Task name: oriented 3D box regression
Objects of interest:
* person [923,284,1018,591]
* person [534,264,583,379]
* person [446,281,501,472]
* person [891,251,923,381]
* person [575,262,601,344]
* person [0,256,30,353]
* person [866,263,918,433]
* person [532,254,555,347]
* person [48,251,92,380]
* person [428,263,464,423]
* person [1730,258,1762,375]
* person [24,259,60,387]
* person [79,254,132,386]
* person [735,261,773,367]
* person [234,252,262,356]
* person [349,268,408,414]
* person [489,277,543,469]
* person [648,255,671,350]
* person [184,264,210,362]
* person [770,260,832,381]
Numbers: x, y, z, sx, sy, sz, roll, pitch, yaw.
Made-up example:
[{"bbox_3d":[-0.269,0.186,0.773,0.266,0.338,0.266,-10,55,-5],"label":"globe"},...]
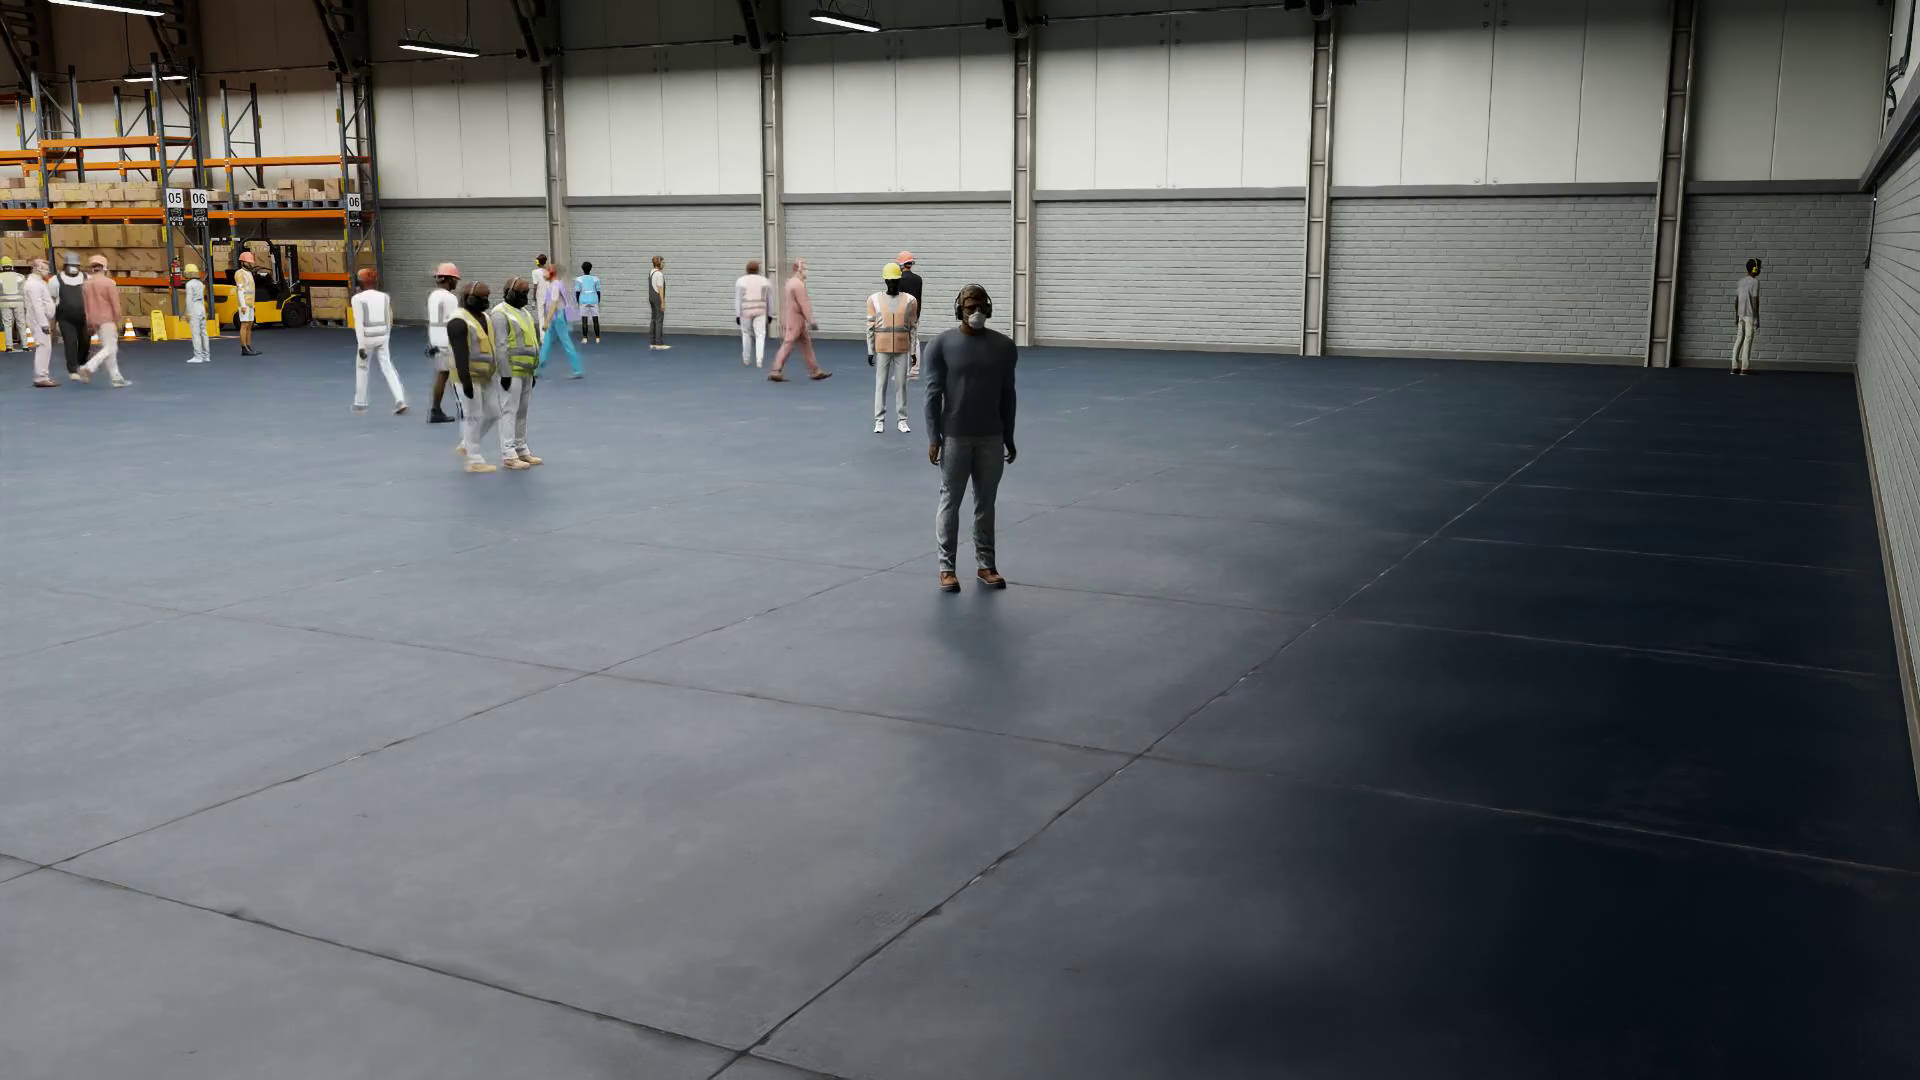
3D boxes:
[{"bbox_3d":[0.078,-0.648,10.559,0.629,1.940,0.373,-4,11,-20],"label":"person"},{"bbox_3d":[-6.354,-3.377,25.835,0.973,1.793,0.577,-5,11,-23],"label":"person"},{"bbox_3d":[-4.592,-1.527,15.712,0.444,1.819,0.641,3,11,15],"label":"person"},{"bbox_3d":[-0.826,-3.456,25.715,0.376,1.995,0.612,8,13,37],"label":"person"},{"bbox_3d":[-7.686,-4.901,34.403,0.535,1.697,0.322,-4,11,-20],"label":"person"},{"bbox_3d":[-18.125,-4.488,31.776,0.588,1.837,0.403,-7,12,-33],"label":"person"},{"bbox_3d":[-0.770,-2.180,18.939,0.587,1.928,0.363,-2,11,-9],"label":"person"},{"bbox_3d":[-8.403,-4.830,33.550,0.532,1.868,0.310,-10,14,-43],"label":"person"},{"bbox_3d":[-13.886,-3.544,26.071,0.693,2.000,0.852,-8,13,-35],"label":"person"},{"bbox_3d":[-6.083,-2.374,20.071,0.869,1.894,0.584,-9,14,-40],"label":"person"},{"bbox_3d":[12.684,-3.587,26.775,0.309,1.868,0.534,-2,11,-12],"label":"person"},{"bbox_3d":[-13.629,-3.207,24.660,0.412,1.887,0.672,-5,12,-26],"label":"person"},{"bbox_3d":[-12.687,-3.216,24.511,0.642,1.959,0.772,5,11,24],"label":"person"},{"bbox_3d":[-3.539,-3.878,28.582,0.657,1.789,0.966,-2,11,-11],"label":"person"},{"bbox_3d":[-13.327,-4.418,31.135,0.375,1.931,0.542,0,10,-2],"label":"person"},{"bbox_3d":[-7.367,-2.498,20.949,1.002,1.842,0.587,7,13,35],"label":"person"},{"bbox_3d":[-4.281,-1.611,16.089,0.430,1.839,0.619,2,11,10],"label":"person"},{"bbox_3d":[-5.949,-4.669,32.744,0.327,1.842,0.517,-7,13,-34],"label":"person"},{"bbox_3d":[-13.574,-4.021,29.507,0.317,1.741,0.488,1,10,4],"label":"person"},{"bbox_3d":[-2.488,-3.360,25.582,0.984,1.861,0.649,-2,11,-9],"label":"person"}]
